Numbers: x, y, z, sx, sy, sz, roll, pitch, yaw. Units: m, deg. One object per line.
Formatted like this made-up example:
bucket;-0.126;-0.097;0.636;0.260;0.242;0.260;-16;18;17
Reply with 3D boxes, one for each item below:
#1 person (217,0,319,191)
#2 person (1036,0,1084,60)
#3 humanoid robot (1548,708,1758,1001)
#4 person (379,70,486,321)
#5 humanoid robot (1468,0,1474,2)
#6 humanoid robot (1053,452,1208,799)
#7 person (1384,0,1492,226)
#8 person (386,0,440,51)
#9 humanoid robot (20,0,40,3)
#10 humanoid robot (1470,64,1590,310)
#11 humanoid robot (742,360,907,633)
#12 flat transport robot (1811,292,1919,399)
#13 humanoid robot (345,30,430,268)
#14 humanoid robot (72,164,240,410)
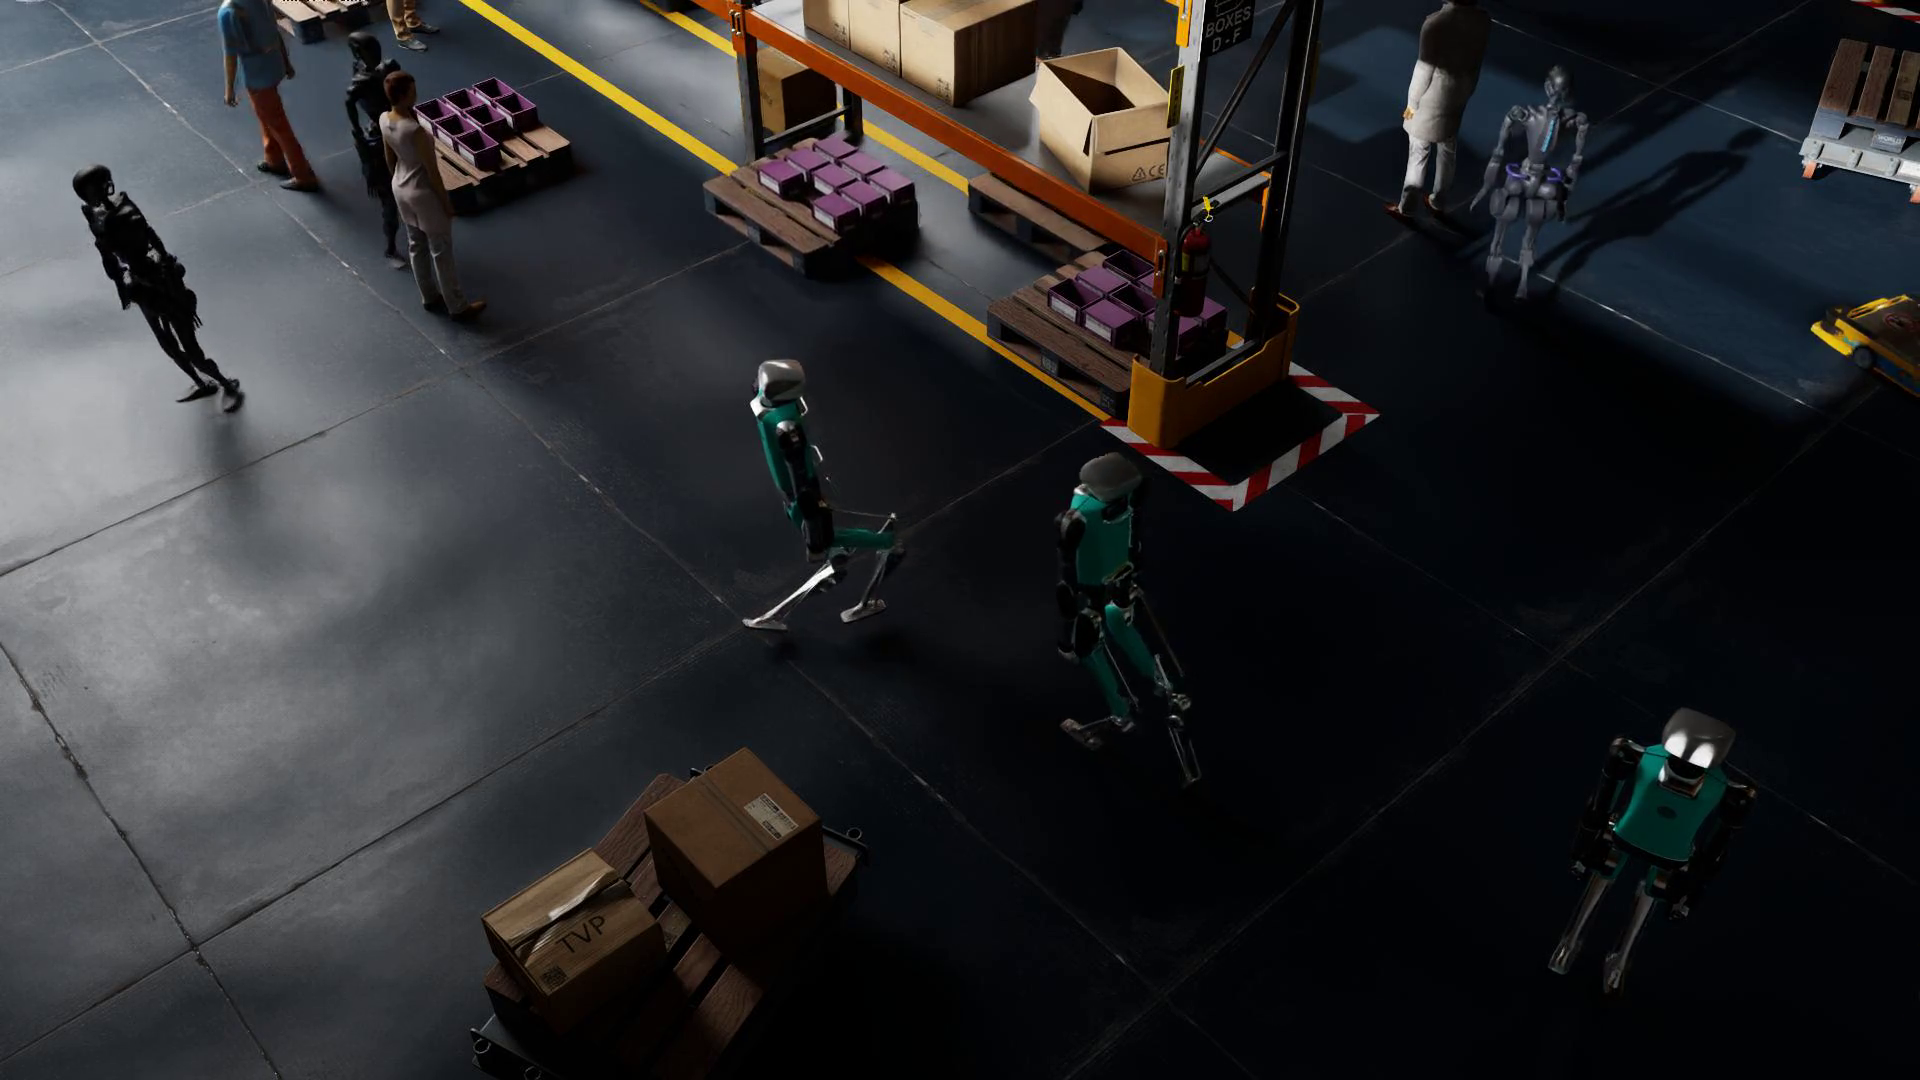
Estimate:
person;-4.938;-3.243;11.536;0.724;1.739;0.526;9;43;10
person;0.702;-3.950;12.195;0.572;1.884;0.658;29;50;28
humanoid robot;2.764;1.172;6.656;0.530;1.695;0.706;22;47;22
person;-3.354;-2.141;10.396;0.450;1.657;0.287;26;48;25
humanoid robot;4.294;-5.325;13.853;0.366;1.644;0.616;25;48;25
humanoid robot;0.852;0.493;7.489;0.554;1.788;0.930;-34;52;-31
person;3.224;-2.978;11.181;0.502;1.833;0.367;-12;44;-13
person;-4.484;-4.788;13.212;0.336;1.741;0.562;5;43;6
humanoid robot;-7.992;-5.353;13.851;0.743;1.809;0.539;16;45;17
humanoid robot;3.541;-2.166;10.414;0.610;1.646;0.393;6;43;7
humanoid robot;-0.645;-0.173;8.199;0.988;1.745;0.549;-14;45;-15
flat transport robot;6.063;-1.066;10.255;0.659;0.231;1.431;-19;46;-20
humanoid robot;-3.737;-2.563;10.851;0.366;1.643;0.585;15;45;16
humanoid robot;-4.664;-1.466;9.652;0.611;1.638;0.406;17;45;18
